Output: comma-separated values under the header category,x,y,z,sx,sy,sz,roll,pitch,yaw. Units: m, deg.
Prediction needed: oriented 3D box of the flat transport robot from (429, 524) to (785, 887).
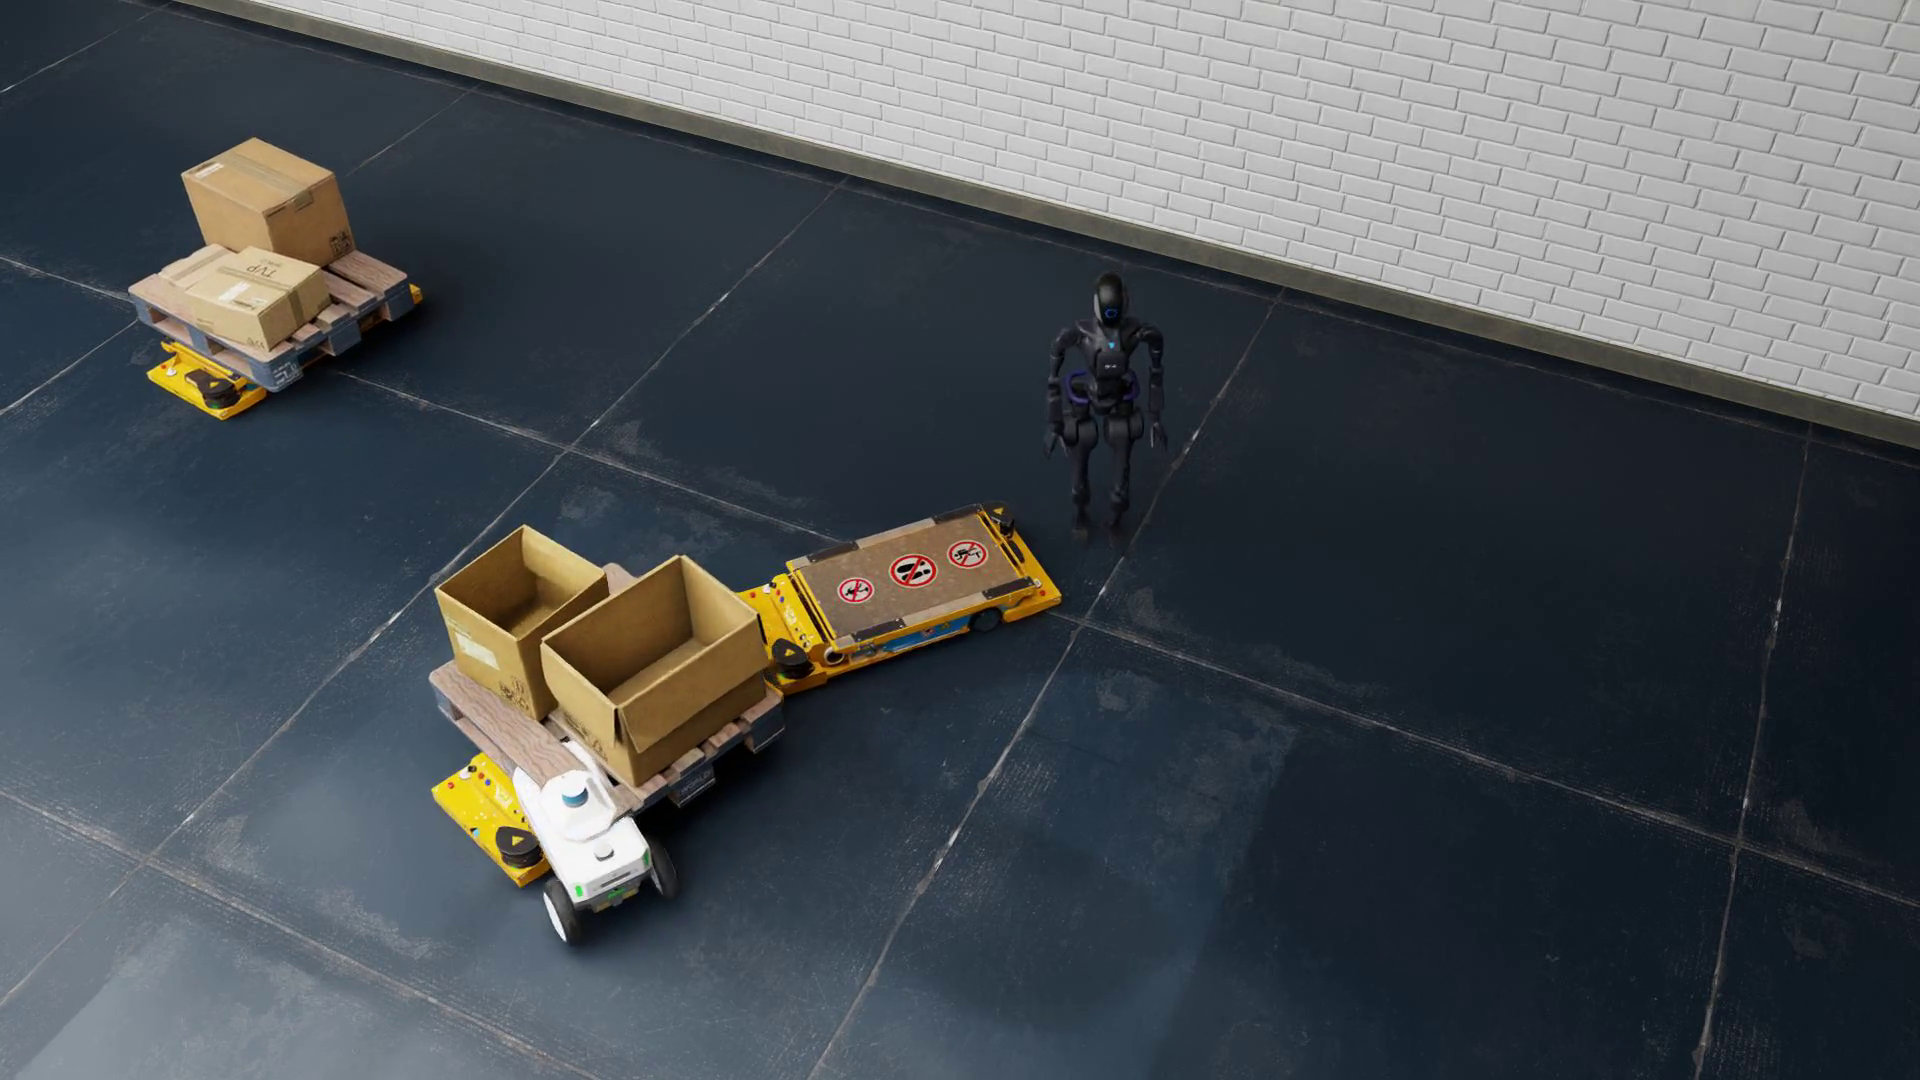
category,x,y,z,sx,sy,sz,roll,pitch,yaw
flat transport robot,-1.528,0.876,7.310,0.659,0.231,1.431,34,52,31

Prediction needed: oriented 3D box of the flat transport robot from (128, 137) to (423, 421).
category,x,y,z,sx,sy,sz,roll,pitch,yaw
flat transport robot,-3.873,-1.221,9.572,0.659,0.231,1.431,25,48,25

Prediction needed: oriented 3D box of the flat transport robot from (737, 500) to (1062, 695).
category,x,y,z,sx,sy,sz,roll,pitch,yaw
flat transport robot,-0.293,0.255,7.980,1.431,0.231,0.659,-17,46,-18

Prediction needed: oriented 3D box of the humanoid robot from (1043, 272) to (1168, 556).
category,x,y,z,sx,sy,sz,roll,pitch,yaw
humanoid robot,0.693,-0.602,7.875,0.599,1.639,0.379,-4,43,-5

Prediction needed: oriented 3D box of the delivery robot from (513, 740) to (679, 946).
category,x,y,z,sx,sy,sz,roll,pitch,yaw
delivery robot,-1.519,1.201,6.754,0.499,0.602,0.801,-23,48,-23
